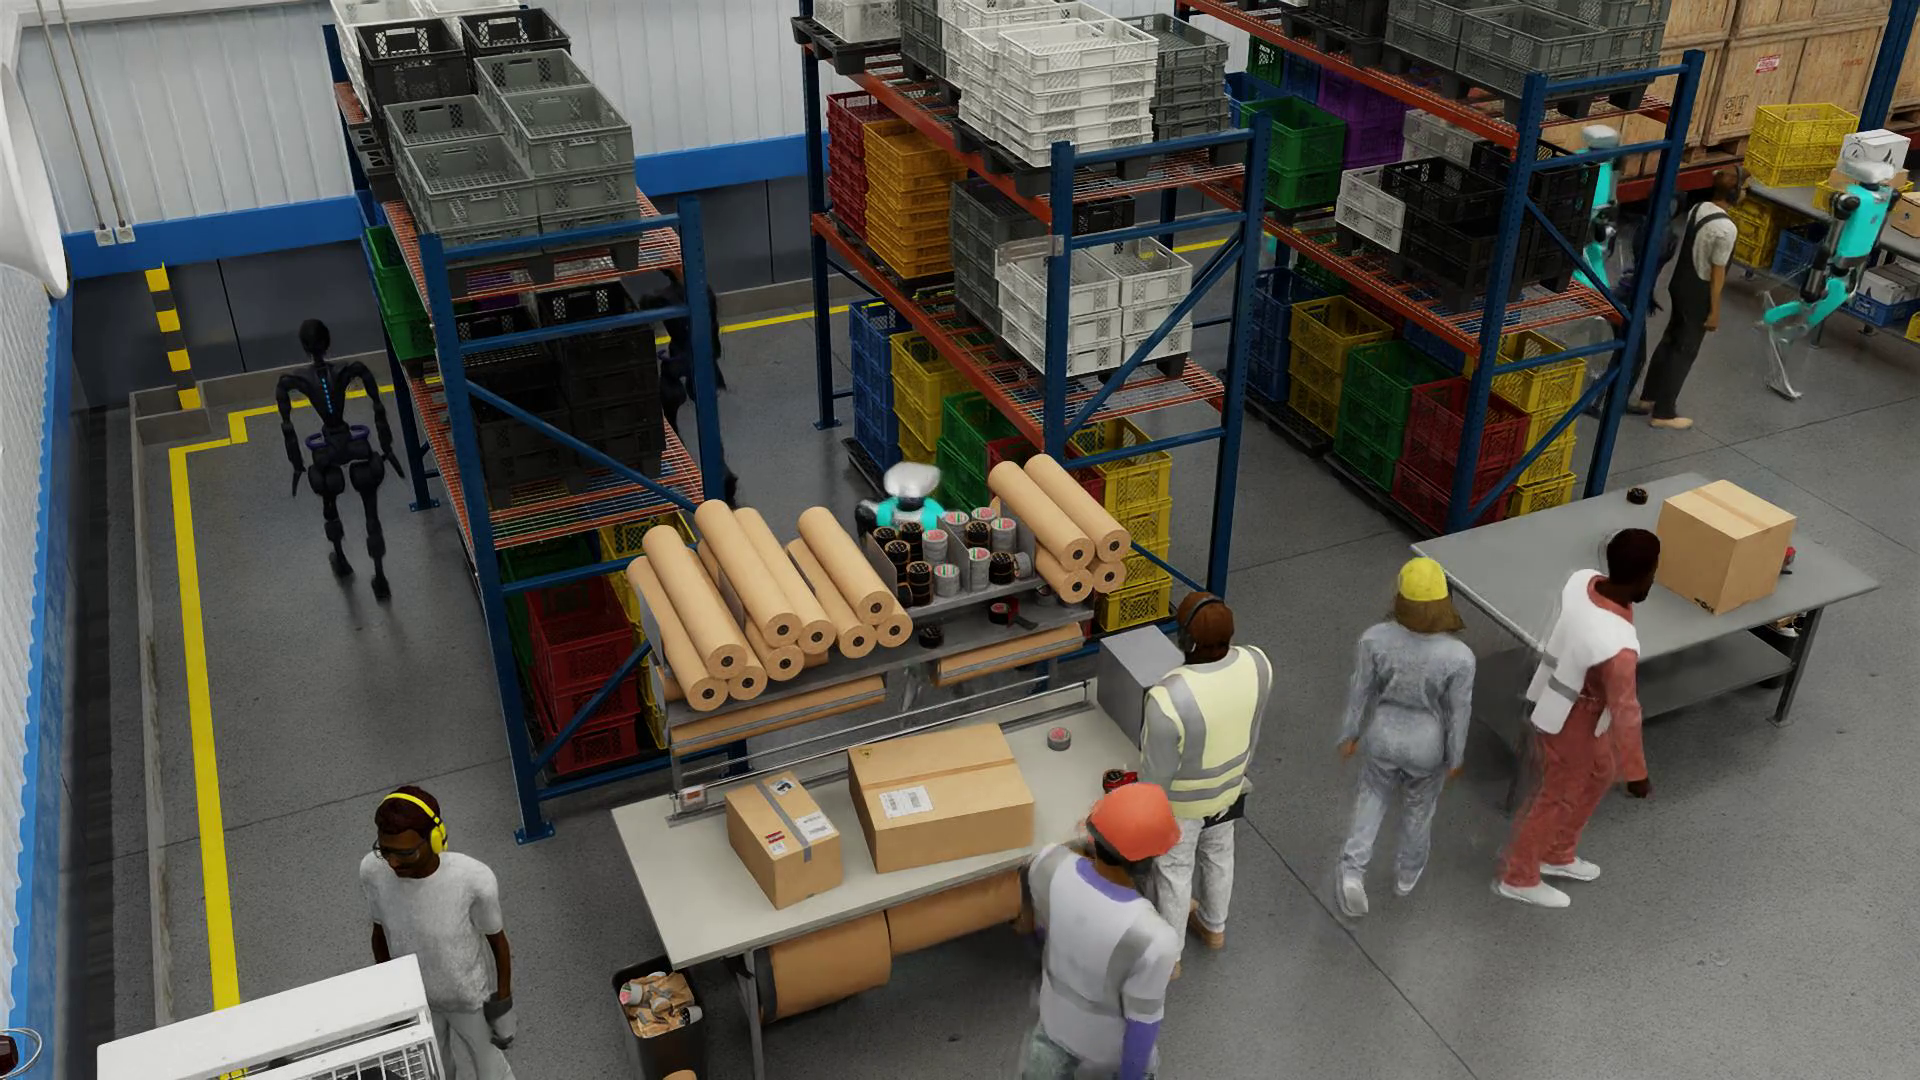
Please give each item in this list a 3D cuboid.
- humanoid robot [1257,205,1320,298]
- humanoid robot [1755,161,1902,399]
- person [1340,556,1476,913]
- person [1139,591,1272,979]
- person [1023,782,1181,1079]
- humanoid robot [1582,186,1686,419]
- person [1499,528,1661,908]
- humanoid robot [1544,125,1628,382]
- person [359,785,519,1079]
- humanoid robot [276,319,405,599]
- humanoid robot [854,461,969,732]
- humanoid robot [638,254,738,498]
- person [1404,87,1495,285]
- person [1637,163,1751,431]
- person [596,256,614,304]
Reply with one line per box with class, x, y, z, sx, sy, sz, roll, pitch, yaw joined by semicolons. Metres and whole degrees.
humanoid robot;2.522;-2.660;12.892;1.043;1.732;0.560;22;38;31
humanoid robot;5.884;-1.751;11.525;0.555;1.907;0.713;-15;35;-23
person;1.896;0.892;7.143;0.516;1.712;0.590;16;35;24
person;0.946;1.007;6.834;0.632;1.841;0.429;-22;38;-31
person;0.413;1.659;5.644;0.625;1.998;1.005;24;39;34
humanoid robot;4.591;-1.597;11.221;0.404;1.649;0.593;16;35;24
person;2.728;0.804;7.106;0.614;1.898;0.630;5;32;8
humanoid robot;4.597;-1.974;11.826;0.540;1.808;0.875;-13;34;-20
person;-1.802;1.617;5.818;0.511;1.871;0.325;4;32;6
humanoid robot;-3.491;-0.474;9.402;0.609;1.638;0.588;-14;34;-21
humanoid robot;-0.156;0.344;8.022;0.549;1.809;0.678;7;32;12
humanoid robot;-1.692;-1.013;10.293;0.594;1.639;0.659;-21;37;-30
person;3.793;-2.725;12.865;0.560;1.890;0.818;-1;32;-2
person;4.921;-1.621;11.119;0.354;1.834;0.515;-1;32;-1
person;-2.672;-2.137;11.948;0.387;1.836;0.564;20;37;29
